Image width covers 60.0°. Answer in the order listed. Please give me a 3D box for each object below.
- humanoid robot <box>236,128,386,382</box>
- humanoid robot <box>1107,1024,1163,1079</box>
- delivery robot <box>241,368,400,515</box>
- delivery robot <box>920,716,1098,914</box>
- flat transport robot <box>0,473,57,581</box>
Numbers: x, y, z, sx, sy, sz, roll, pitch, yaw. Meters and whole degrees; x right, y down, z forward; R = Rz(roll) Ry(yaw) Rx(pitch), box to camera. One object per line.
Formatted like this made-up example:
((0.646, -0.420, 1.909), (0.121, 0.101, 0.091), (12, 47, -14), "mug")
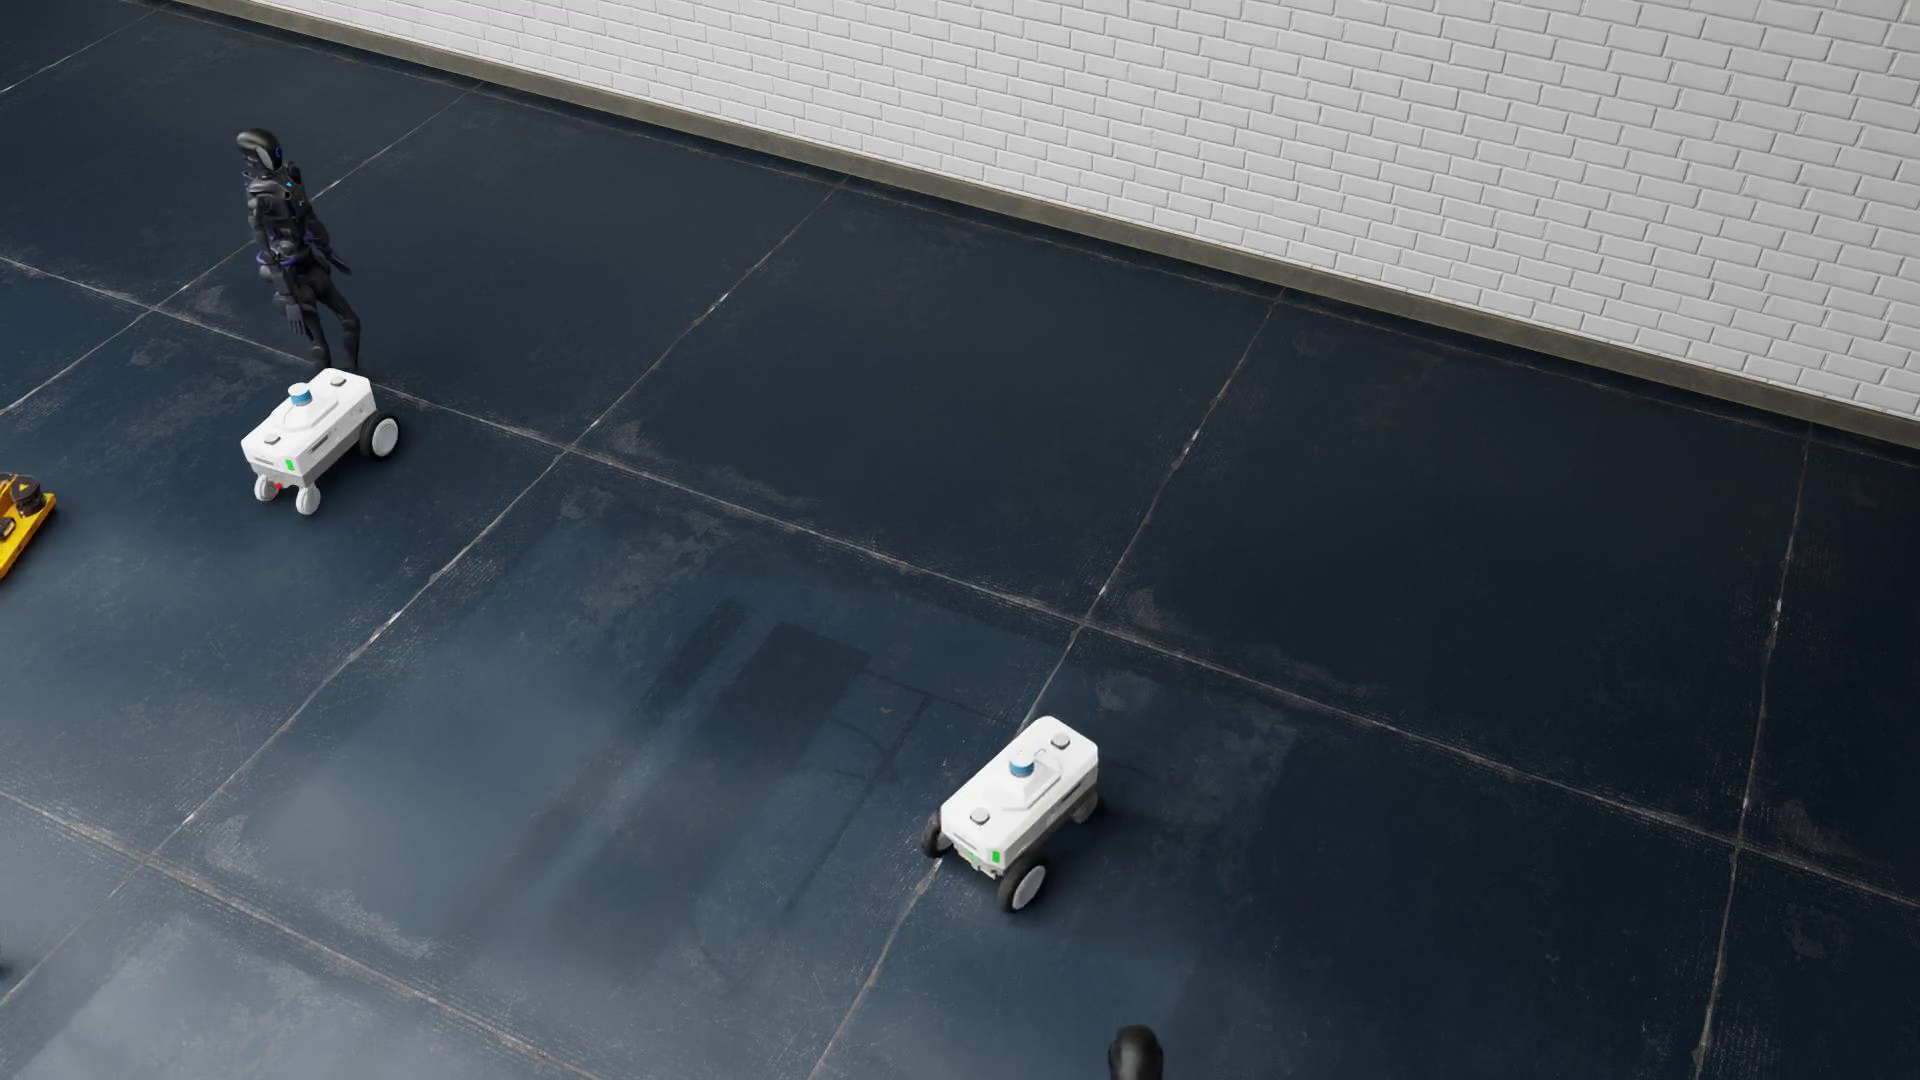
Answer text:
((-3.439, -1.397, 8.719), (0.360, 1.649, 0.584), (3, 43, 4), "humanoid robot")
((0.461, 2.043, 5.020), (0.588, 1.633, 0.400), (-3, 43, -3), "humanoid robot")
((-3.347, -0.560, 8.655), (0.499, 0.603, 0.794), (16, 45, 17), "delivery robot")
((0.232, 1.106, 6.865), (0.499, 0.613, 0.807), (31, 51, 29), "delivery robot")
((-5.388, -0.065, 8.326), (1.431, 0.231, 0.659), (3, 43, 3), "flat transport robot")
